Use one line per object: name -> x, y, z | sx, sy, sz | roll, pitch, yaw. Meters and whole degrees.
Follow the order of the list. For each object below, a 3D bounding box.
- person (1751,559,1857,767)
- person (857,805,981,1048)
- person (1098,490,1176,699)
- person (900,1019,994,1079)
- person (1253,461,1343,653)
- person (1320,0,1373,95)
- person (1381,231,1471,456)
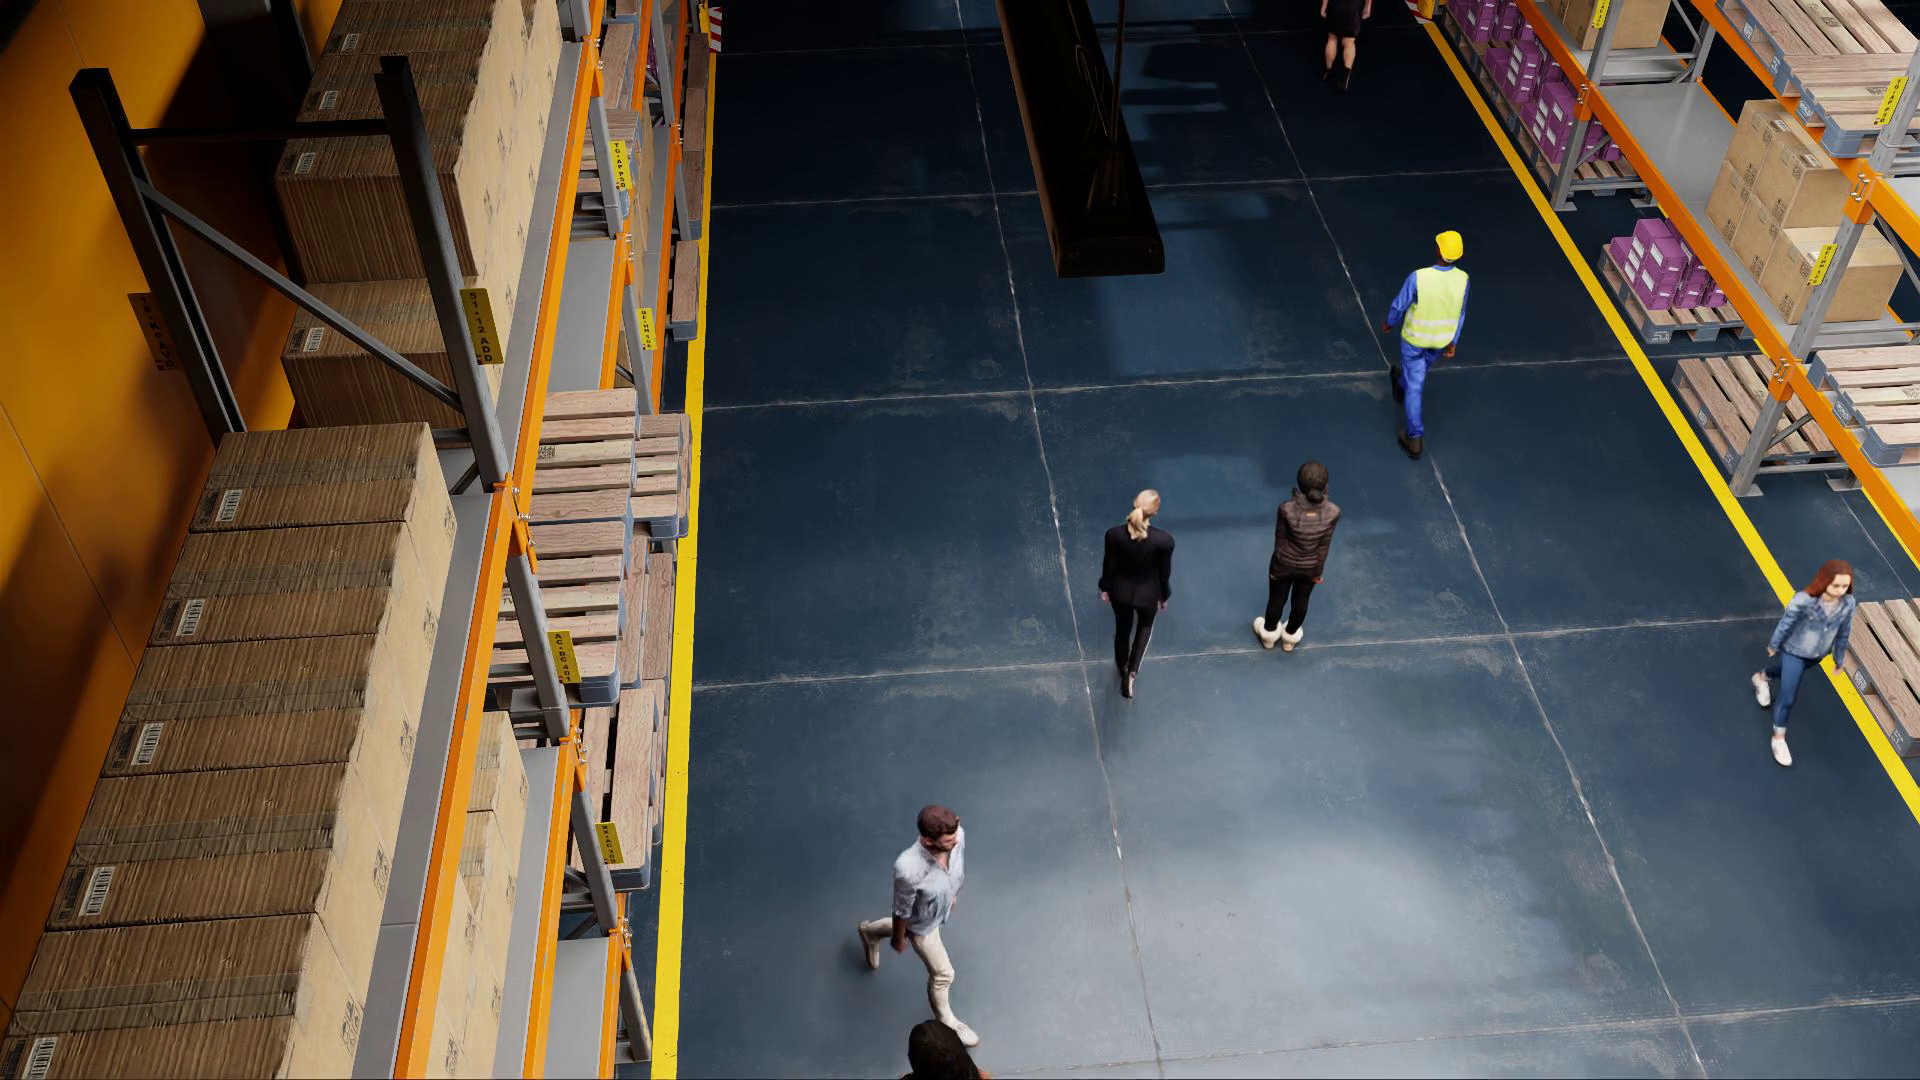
person -> 5.352, 0.644, 10.587 | 0.553, 1.447, 0.964 | -3, 44, -3
person -> -0.248, 1.954, 8.950 | 1.186, 1.809, 1.177 | 28, 50, 26
person -> 1.108, 0.419, 10.649 | 0.757, 1.686, 0.852 | 9, 44, 9
person -> -0.053, 2.968, 7.922 | 0.855, 1.758, 1.268 | 6, 44, 6
person -> 2.223, 0.158, 10.942 | 0.592, 1.661, 0.660 | -1, 44, -1
person -> 3.832, -5.223, 16.564 | 0.758, 1.697, 0.977 | 4, 44, 4
person -> 3.533, -1.469, 12.571 | 0.690, 1.770, 1.190 | -5, 44, -5
